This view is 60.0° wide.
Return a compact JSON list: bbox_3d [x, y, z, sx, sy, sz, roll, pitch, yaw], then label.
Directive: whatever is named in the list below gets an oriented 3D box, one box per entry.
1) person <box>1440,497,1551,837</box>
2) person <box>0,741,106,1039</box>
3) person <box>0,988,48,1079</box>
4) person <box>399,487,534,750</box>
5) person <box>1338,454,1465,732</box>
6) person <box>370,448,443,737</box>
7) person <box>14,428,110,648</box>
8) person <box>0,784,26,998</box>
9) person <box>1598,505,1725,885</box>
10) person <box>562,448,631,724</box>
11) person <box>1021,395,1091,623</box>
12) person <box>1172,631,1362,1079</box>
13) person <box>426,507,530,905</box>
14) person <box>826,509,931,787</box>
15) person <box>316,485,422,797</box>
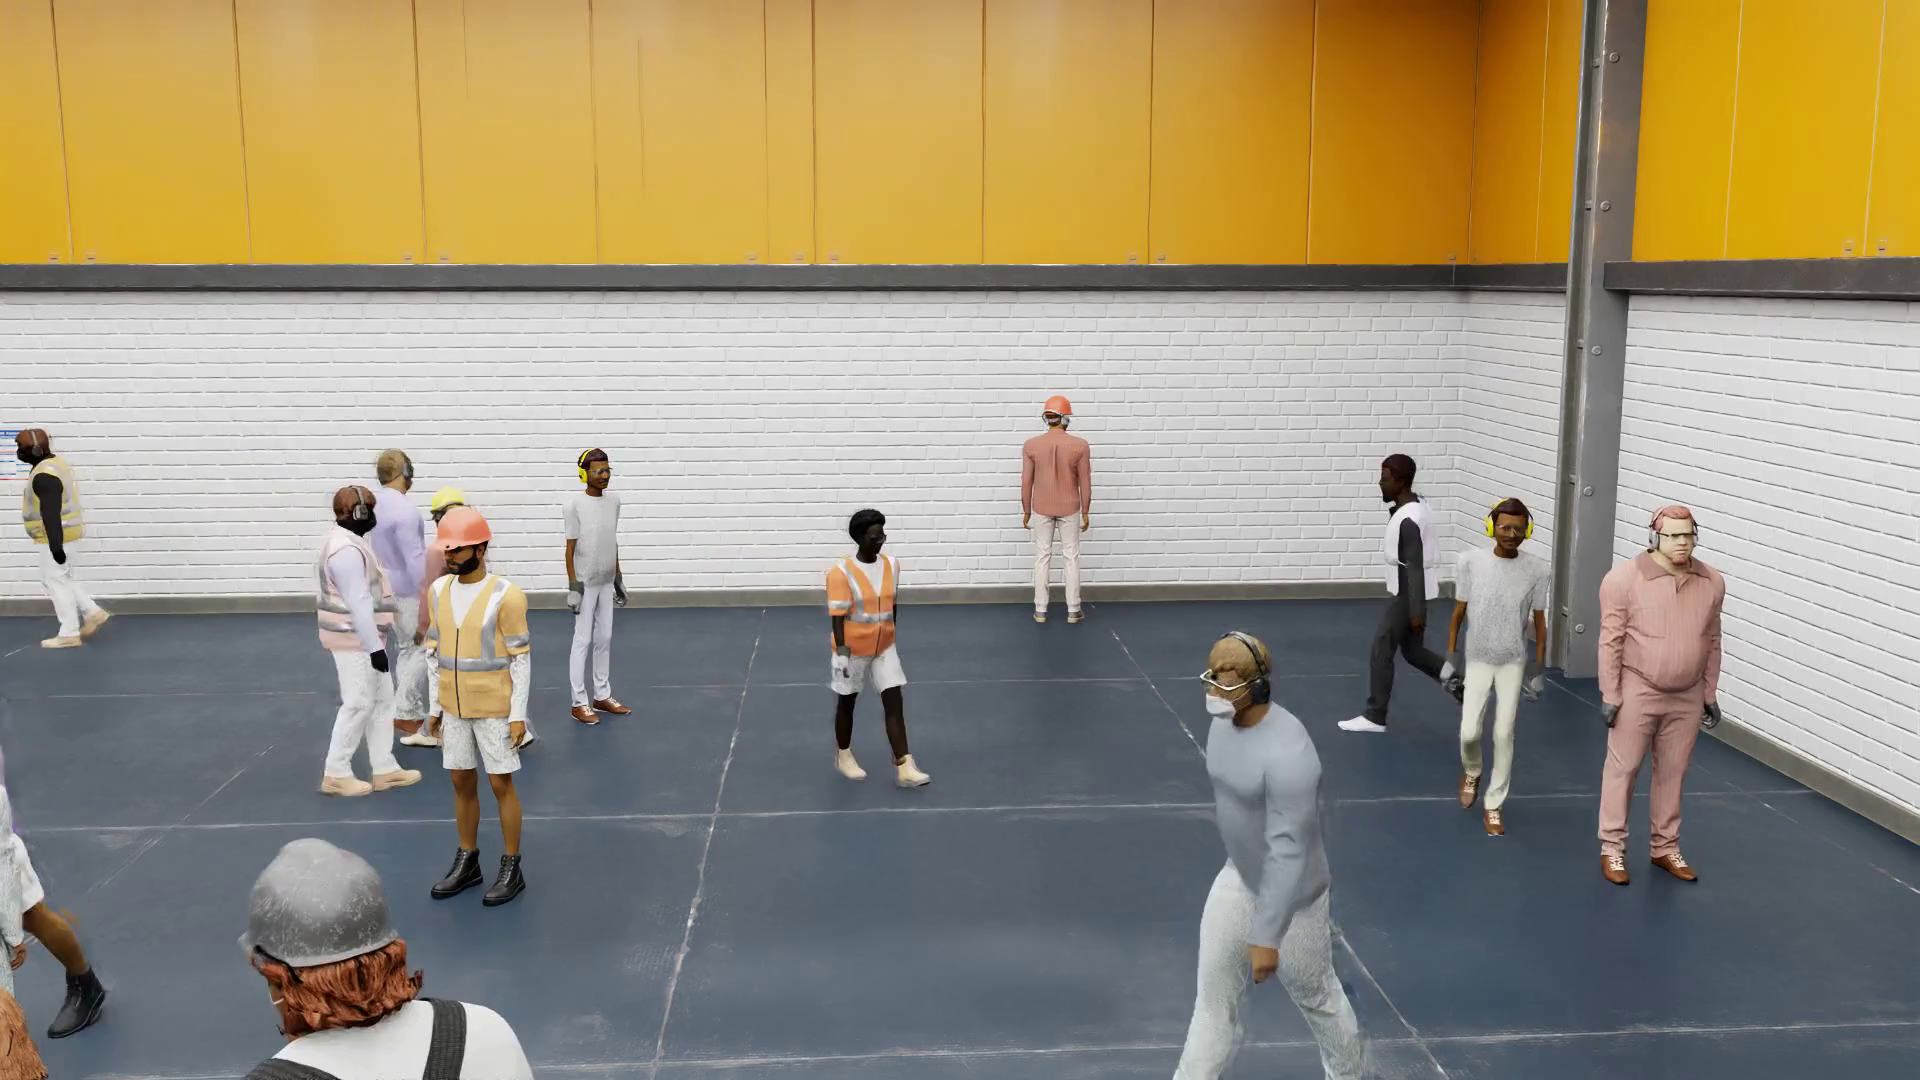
[{"bbox_3d":[2.911,0.669,9.086,0.554,1.855,0.463,2,9,14],"label":"person"},{"bbox_3d":[-3.763,1.107,6.331,0.560,1.880,1.028,4,10,25],"label":"person"},{"bbox_3d":[-1.951,1.694,3.391,0.502,1.626,0.282,-6,11,-34],"label":"person"},{"bbox_3d":[-3.137,0.520,10.526,0.945,1.702,0.502,1,9,9],"label":"person"},{"bbox_3d":[3.004,0.363,10.935,0.857,1.884,0.600,3,9,16],"label":"person"},{"bbox_3d":[-3.576,0.351,10.909,0.511,1.917,0.667,-6,11,-35],"label":"person"},{"bbox_3d":[-7.325,-0.016,13.534,0.524,1.816,0.646,-4,10,-25],"label":"person"},{"bbox_3d":[-3.328,1.305,5.453,0.487,1.744,0.294,-3,9,-17],"label":"person"},{"bbox_3d":[3.505,0.769,8.304,0.642,1.910,0.401,-1,9,-5],"label":"person"},{"bbox_3d":[-2.473,0.301,11.359,0.335,1.873,0.519,6,11,33],"label":"person"},{"bbox_3d":[0.841,-0.267,14.547,0.612,1.991,0.392,1,9,8],"label":"person"},{"bbox_3d":[1.017,1.213,5.668,1.058,1.855,0.637,-4,10,-21],"label":"person"},{"bbox_3d":[-2.346,0.798,8.026,0.553,1.935,0.361,3,10,20],"label":"person"},{"bbox_3d":[-0.496,0.652,9.763,0.550,1.661,0.805,-7,11,-36],"label":"person"},{"bbox_3d":[-3.476,0.589,9.701,0.523,1.815,0.691,-3,9,-17],"label":"person"}]
